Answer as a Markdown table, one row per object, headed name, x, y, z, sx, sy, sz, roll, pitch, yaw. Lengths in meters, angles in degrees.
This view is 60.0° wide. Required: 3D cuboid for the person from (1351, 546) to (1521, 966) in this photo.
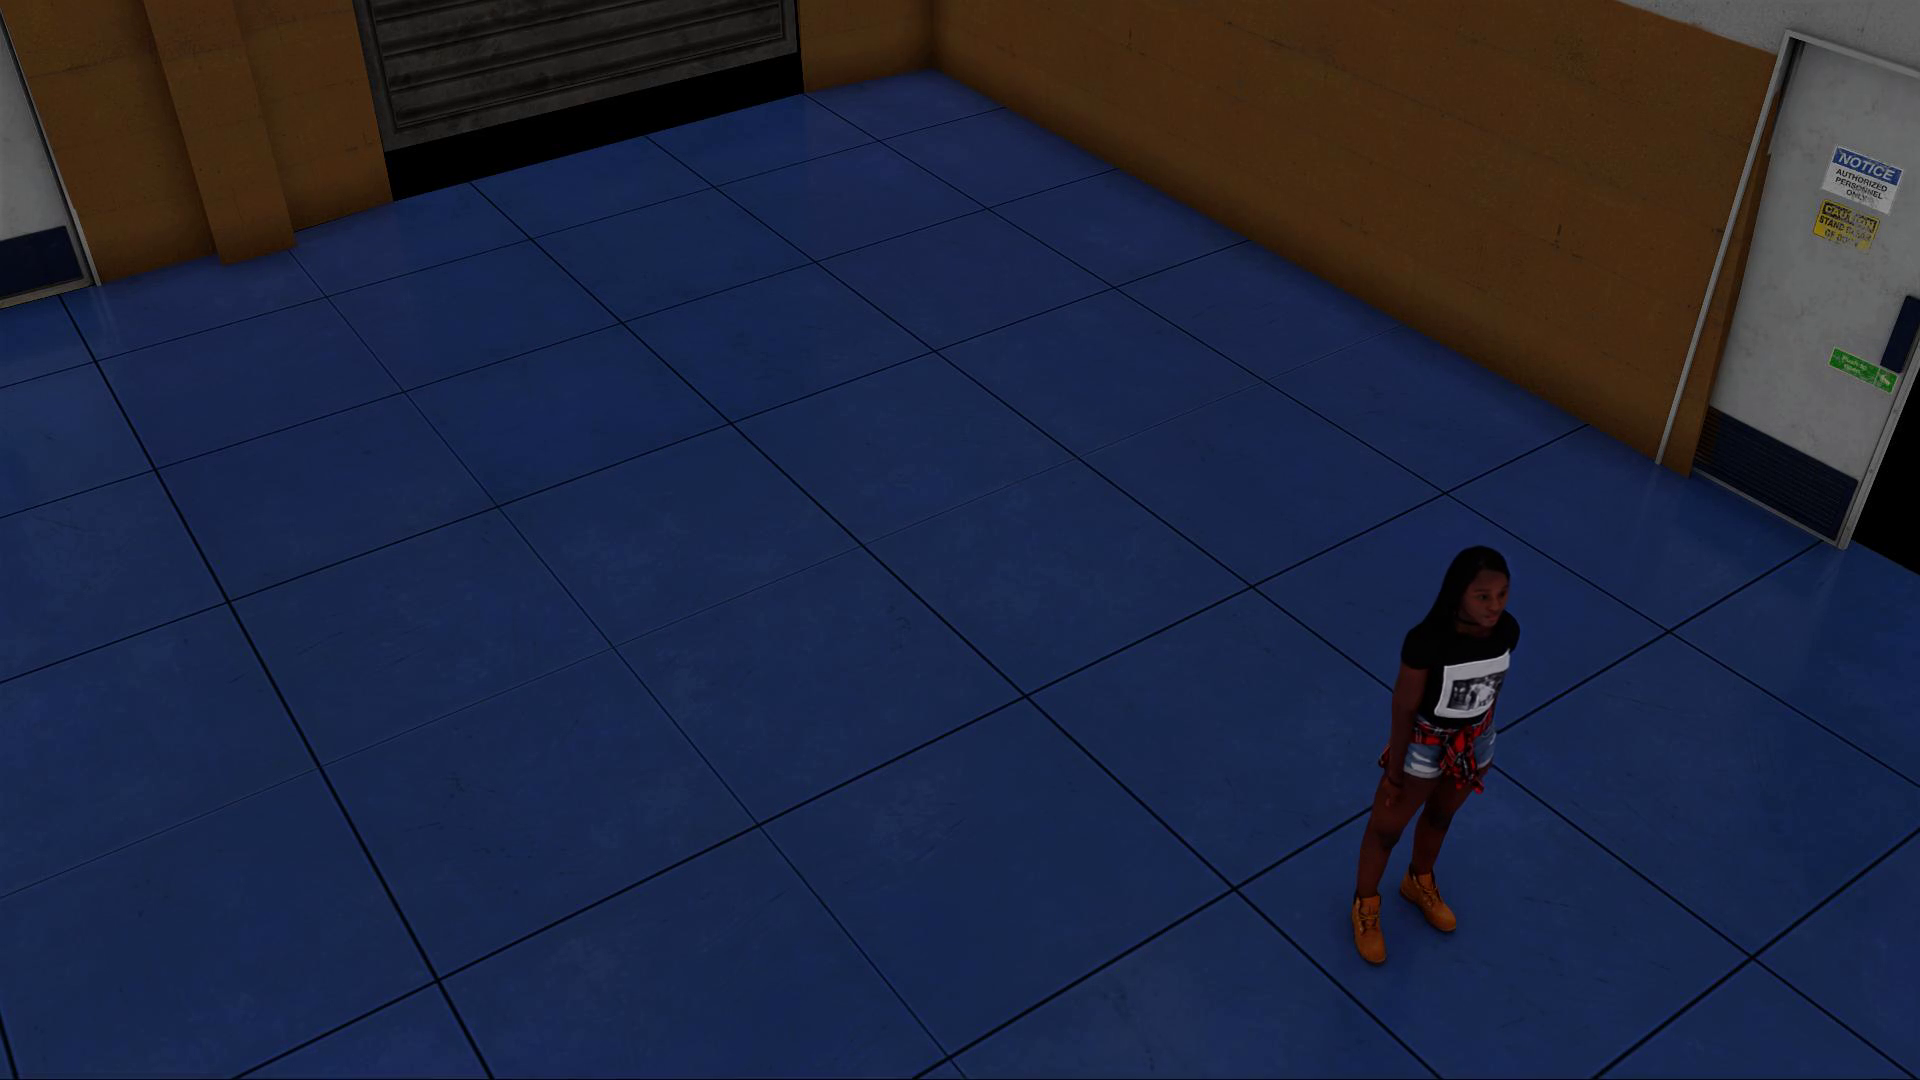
| name | x | y | z | sx | sy | sz | roll | pitch | yaw |
| --- | --- | --- | --- | --- | --- | --- | --- | --- | --- |
| person | 1.640 | 0.727 | 5.738 | 0.595 | 1.729 | 0.716 | -14 | 39 | -18 |
